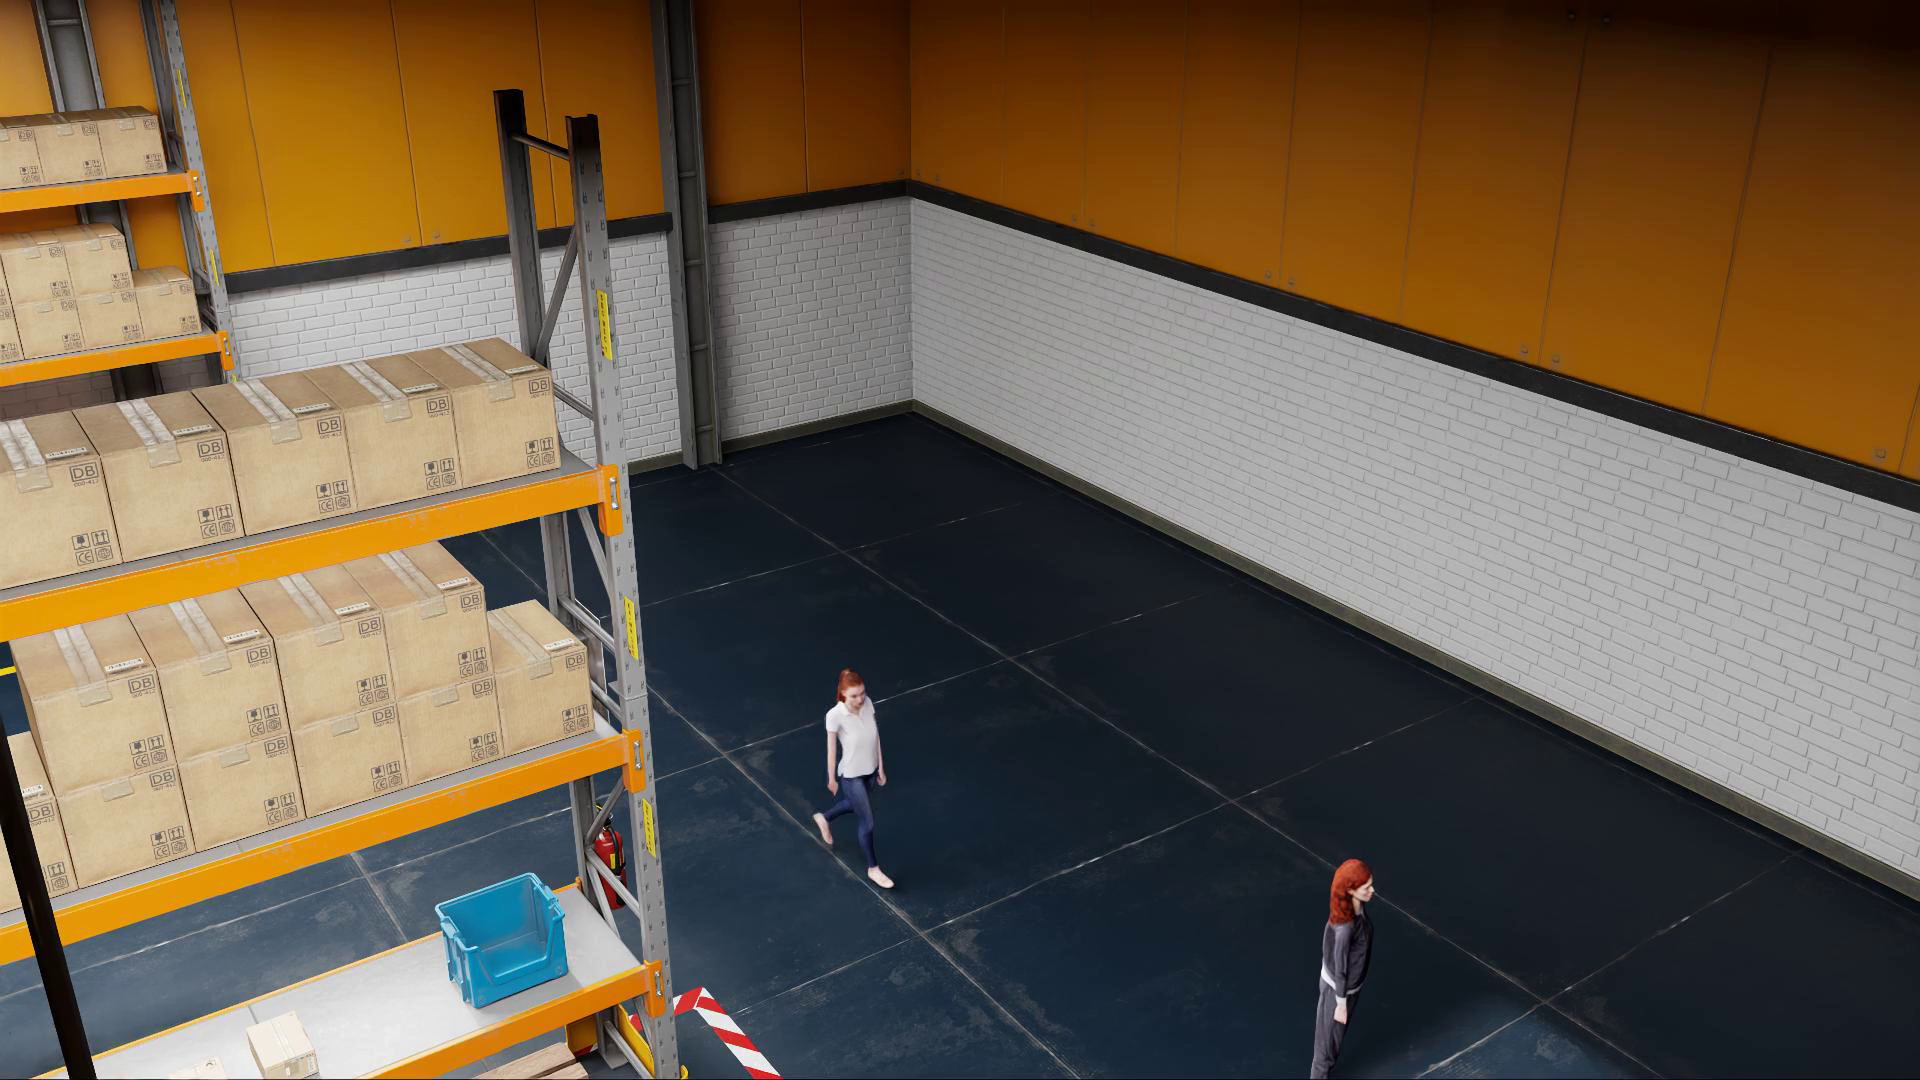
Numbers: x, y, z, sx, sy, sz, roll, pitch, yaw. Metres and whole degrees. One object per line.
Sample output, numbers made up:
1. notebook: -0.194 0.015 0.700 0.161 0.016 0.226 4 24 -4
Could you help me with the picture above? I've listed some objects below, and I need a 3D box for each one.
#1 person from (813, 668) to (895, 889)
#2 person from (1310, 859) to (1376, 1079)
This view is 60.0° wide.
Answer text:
1. person: -0.817 1.683 12.138 0.799 1.703 1.092 20 30 37
2. person: 2.256 2.647 9.836 0.713 1.779 0.606 9 25 19
